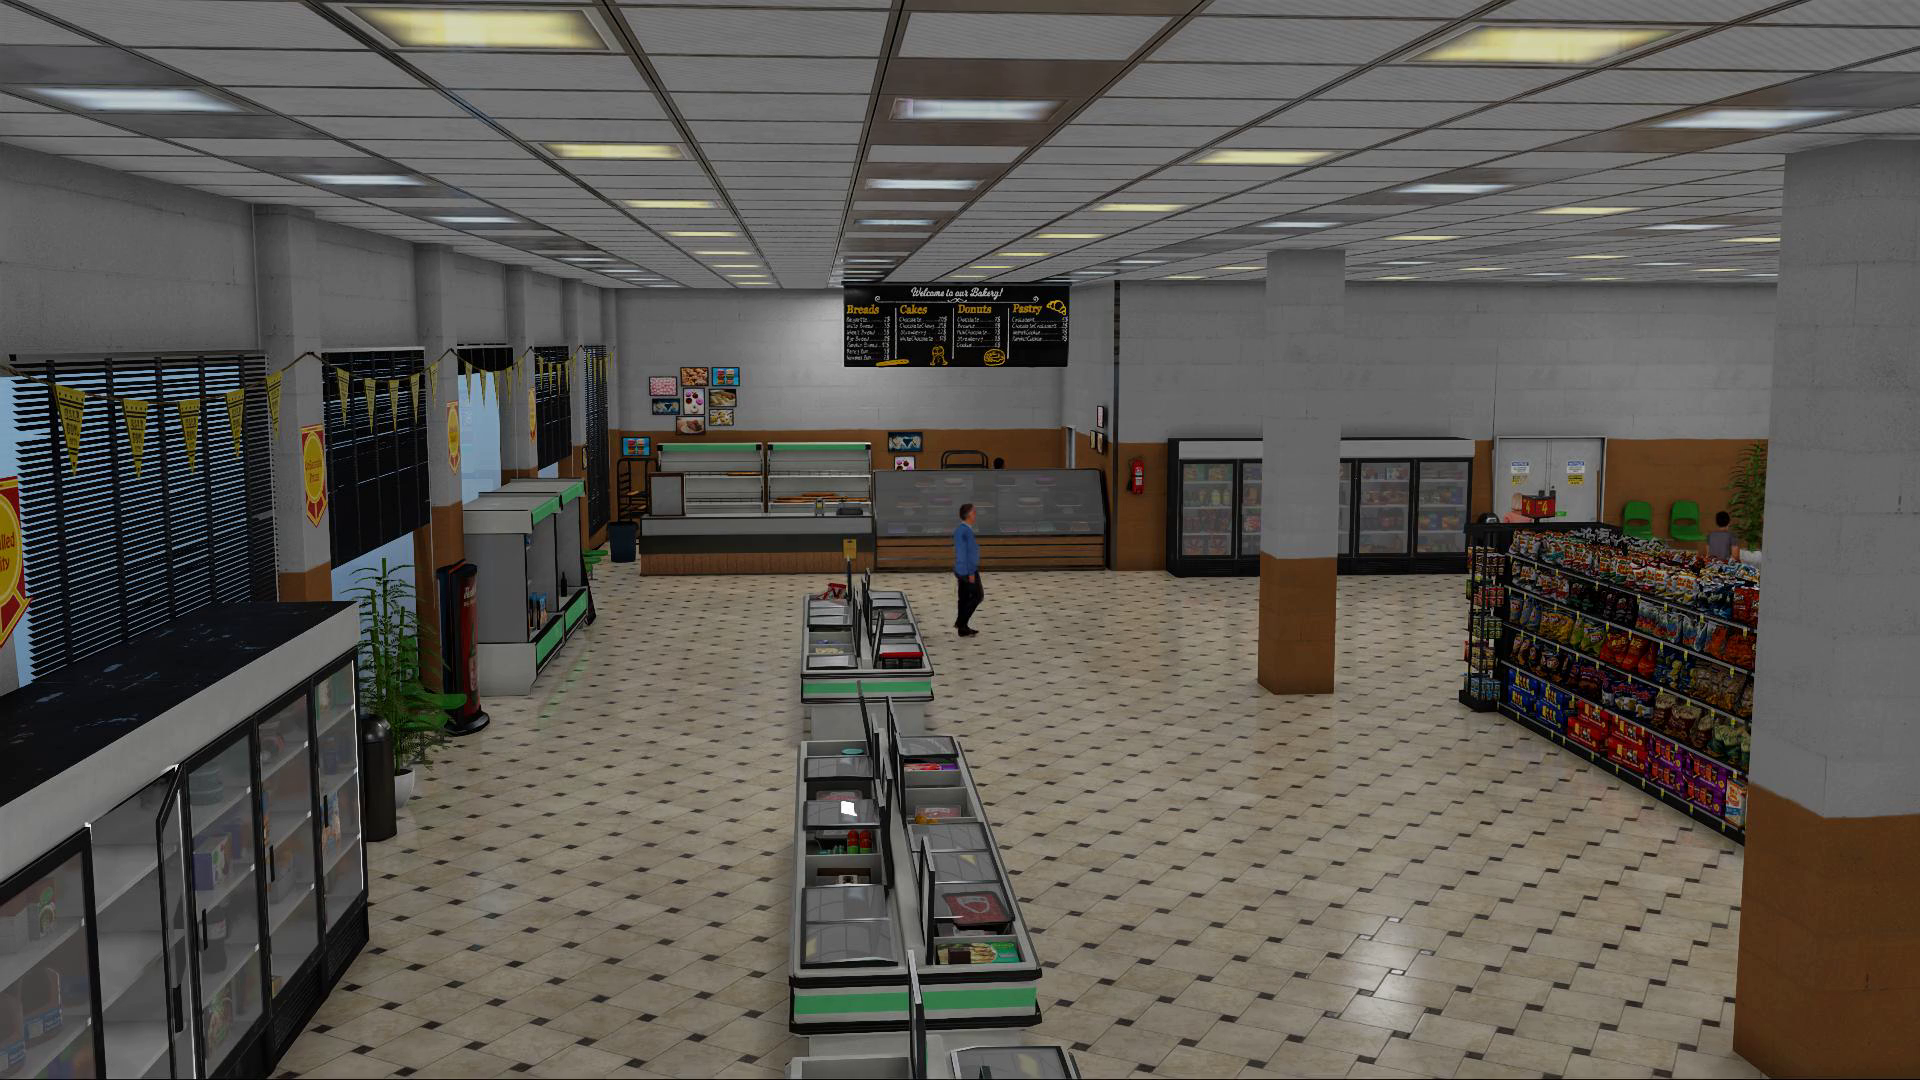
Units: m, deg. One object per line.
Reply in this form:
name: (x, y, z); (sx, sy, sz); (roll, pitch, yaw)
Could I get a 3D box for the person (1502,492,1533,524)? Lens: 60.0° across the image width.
person: (8.359, 0.136, 25.023); (0.586, 1.726, 0.513); (0, 7, -3)

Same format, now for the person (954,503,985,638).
person: (0.016, 0.409, 22.404); (0.814, 1.812, 0.676); (-3, 7, -20)

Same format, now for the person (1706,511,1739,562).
person: (10.022, 0.500, 21.970); (0.830, 1.737, 0.729); (-4, 8, -31)
